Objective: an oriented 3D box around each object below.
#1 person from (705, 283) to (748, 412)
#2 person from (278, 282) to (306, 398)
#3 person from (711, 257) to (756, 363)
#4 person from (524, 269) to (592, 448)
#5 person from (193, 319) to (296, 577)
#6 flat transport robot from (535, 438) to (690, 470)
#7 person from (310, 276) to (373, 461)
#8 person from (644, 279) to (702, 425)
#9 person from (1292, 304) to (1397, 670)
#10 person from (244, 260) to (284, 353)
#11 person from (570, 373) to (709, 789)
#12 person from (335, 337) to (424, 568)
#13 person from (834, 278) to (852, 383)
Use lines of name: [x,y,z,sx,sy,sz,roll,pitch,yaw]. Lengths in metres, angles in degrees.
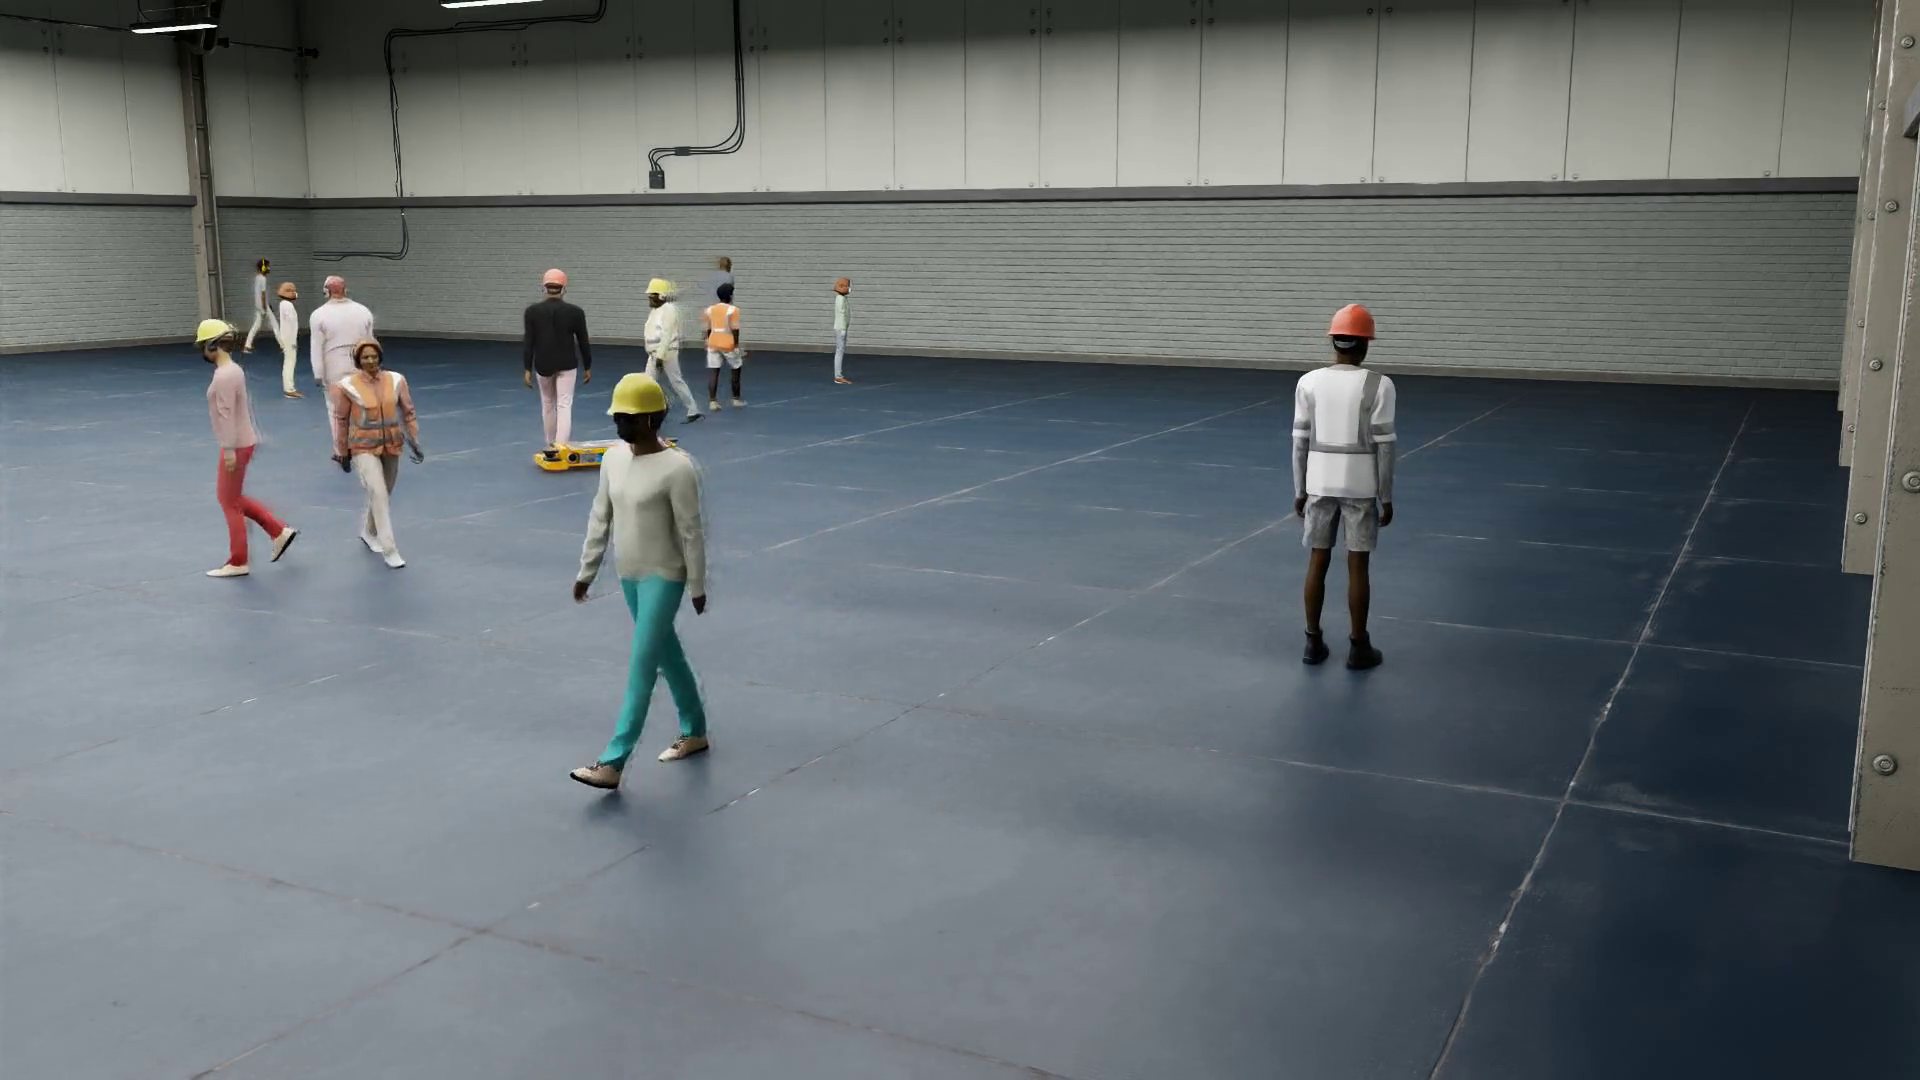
person: [-3.057,-2.535,21.866,0.555,1.656,0.762,5,11,25]
person: [-9.527,-2.844,23.662,0.265,1.632,0.507,-6,12,-30]
person: [-4.145,-4.147,30.034,0.957,1.897,0.661,-9,14,-42]
person: [-4.060,-1.755,16.858,0.649,1.944,0.991,-1,10,-6]
person: [-4.871,-0.626,11.266,0.519,1.738,0.589,-3,11,-16]
flat transport robot: [-3.476,-0.872,16.629,1.431,0.197,0.652,-4,11,-22]
person: [-6.229,-1.721,16.834,0.665,1.888,0.504,-9,14,-39]
person: [-3.556,-2.237,19.962,0.963,1.789,0.591,-8,13,-36]
person: [2.053,-0.282,8.872,0.551,1.932,0.378,6,12,30]
person: [-13.604,-4.566,32.552,0.980,1.823,0.512,-9,14,-41]
person: [-1.373,0.168,7.003,0.532,1.724,0.900,9,14,40]
person: [-4.138,-0.641,11.753,0.516,1.594,0.868,-9,14,-42]
person: [-1.832,-3.264,25.951,0.271,1.632,0.503,-1,10,-5]
